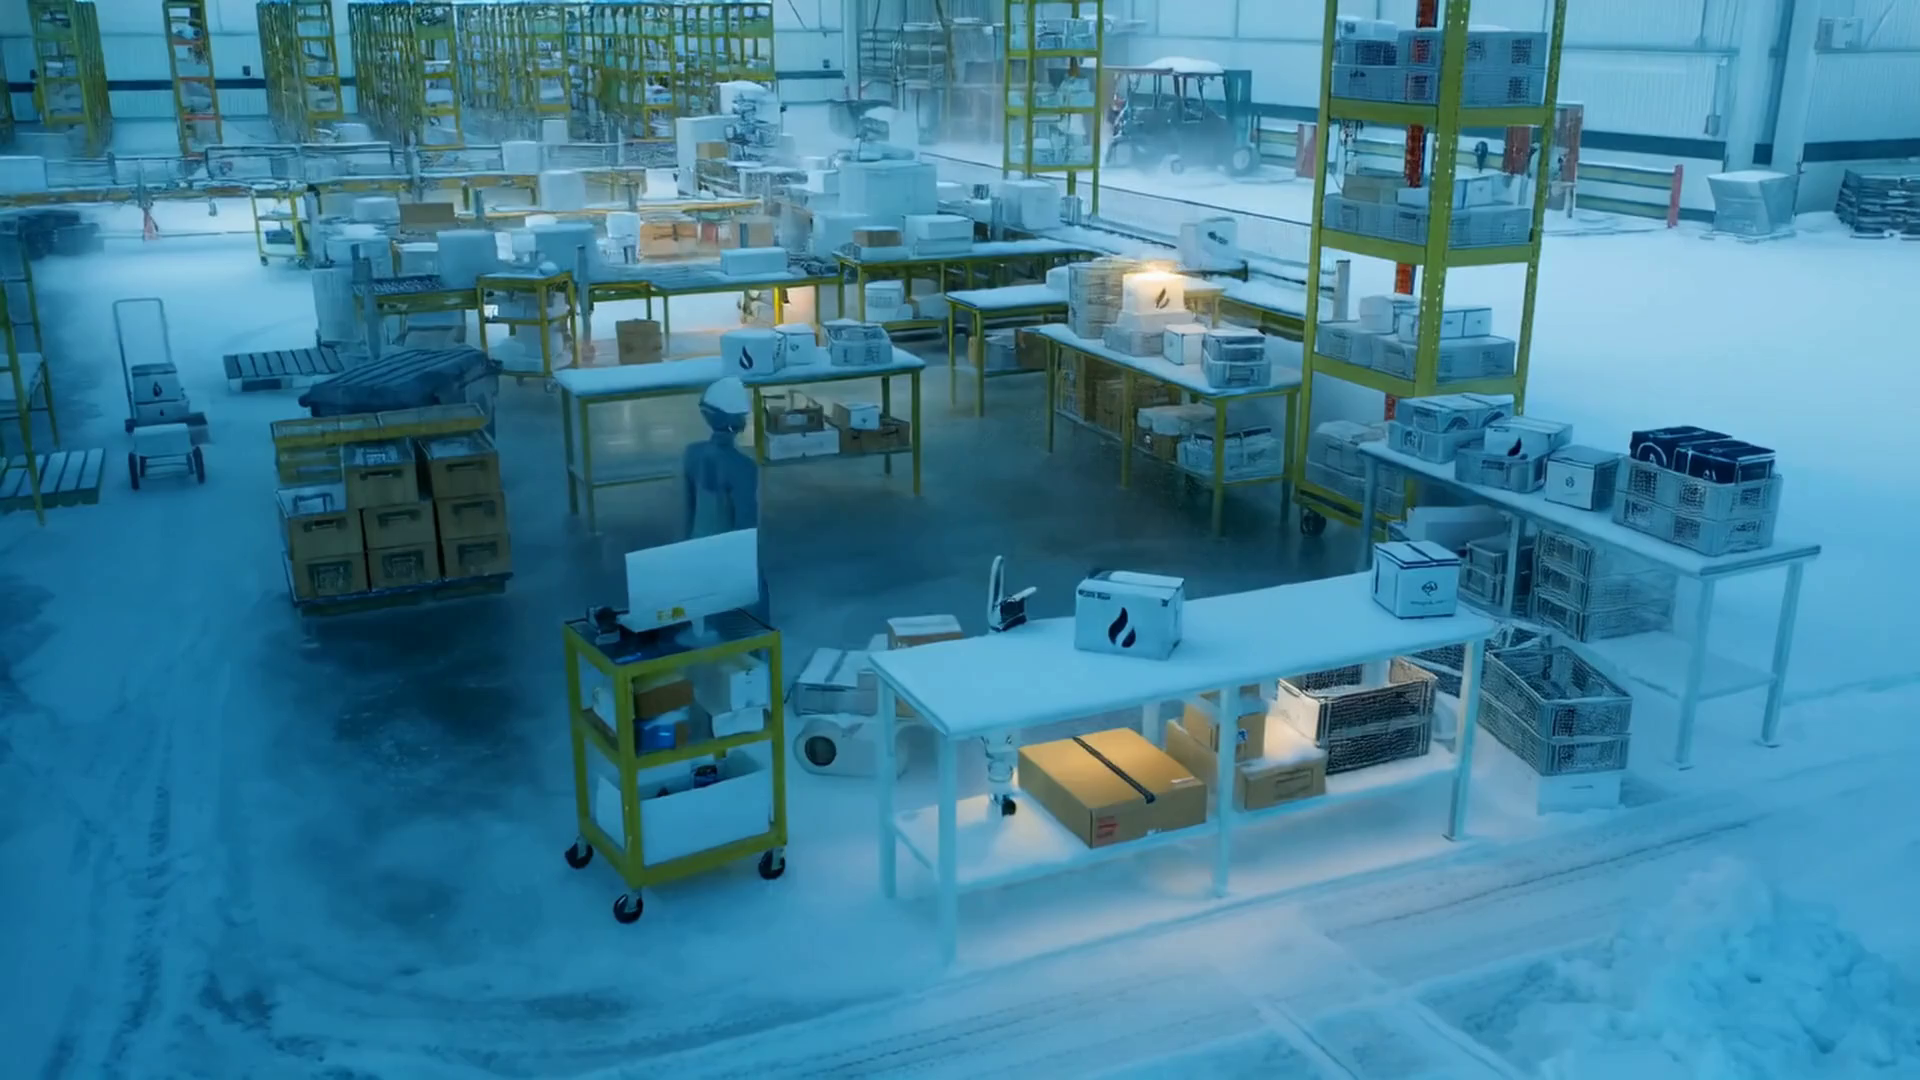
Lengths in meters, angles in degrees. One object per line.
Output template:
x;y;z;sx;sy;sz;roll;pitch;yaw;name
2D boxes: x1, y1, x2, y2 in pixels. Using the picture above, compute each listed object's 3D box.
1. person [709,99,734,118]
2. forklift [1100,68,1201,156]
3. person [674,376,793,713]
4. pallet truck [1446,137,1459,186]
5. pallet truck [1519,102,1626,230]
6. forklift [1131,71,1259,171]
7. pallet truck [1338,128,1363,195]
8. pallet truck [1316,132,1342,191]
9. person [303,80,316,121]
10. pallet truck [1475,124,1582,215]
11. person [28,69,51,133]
-5.498;-9.621;38.414;0.585;1.792;0.922;12;21;33;person
4.082;-9.564;37.410;2.680;1.987;1.157;-8;19;-23;forklift
-1.188;0.092;7.916;0.526;1.738;0.821;15;23;39;person
9.184;-6.485;29.328;1.630;1.274;0.653;-8;19;-23;pallet truck
9.972;-6.037;26.785;1.885;1.965;0.823;-9;20;-25;pallet truck
4.998;-8.936;35.413;2.680;1.987;1.157;-9;20;-25;forklift
7.845;-7.140;31.411;1.522;1.261;0.704;-9;20;-25;pallet truck
7.723;-7.504;32.656;1.601;1.201;0.680;-8;19;-23;pallet truck
-16.690;-10.998;42.741;1.011;1.791;0.583;-7;19;-21;person
9.707;-6.455;28.103;1.885;1.965;0.823;-7;19;-20;pallet truck
-22.937;-10.721;41.544;0.380;1.995;0.611;-6;19;-18;person
